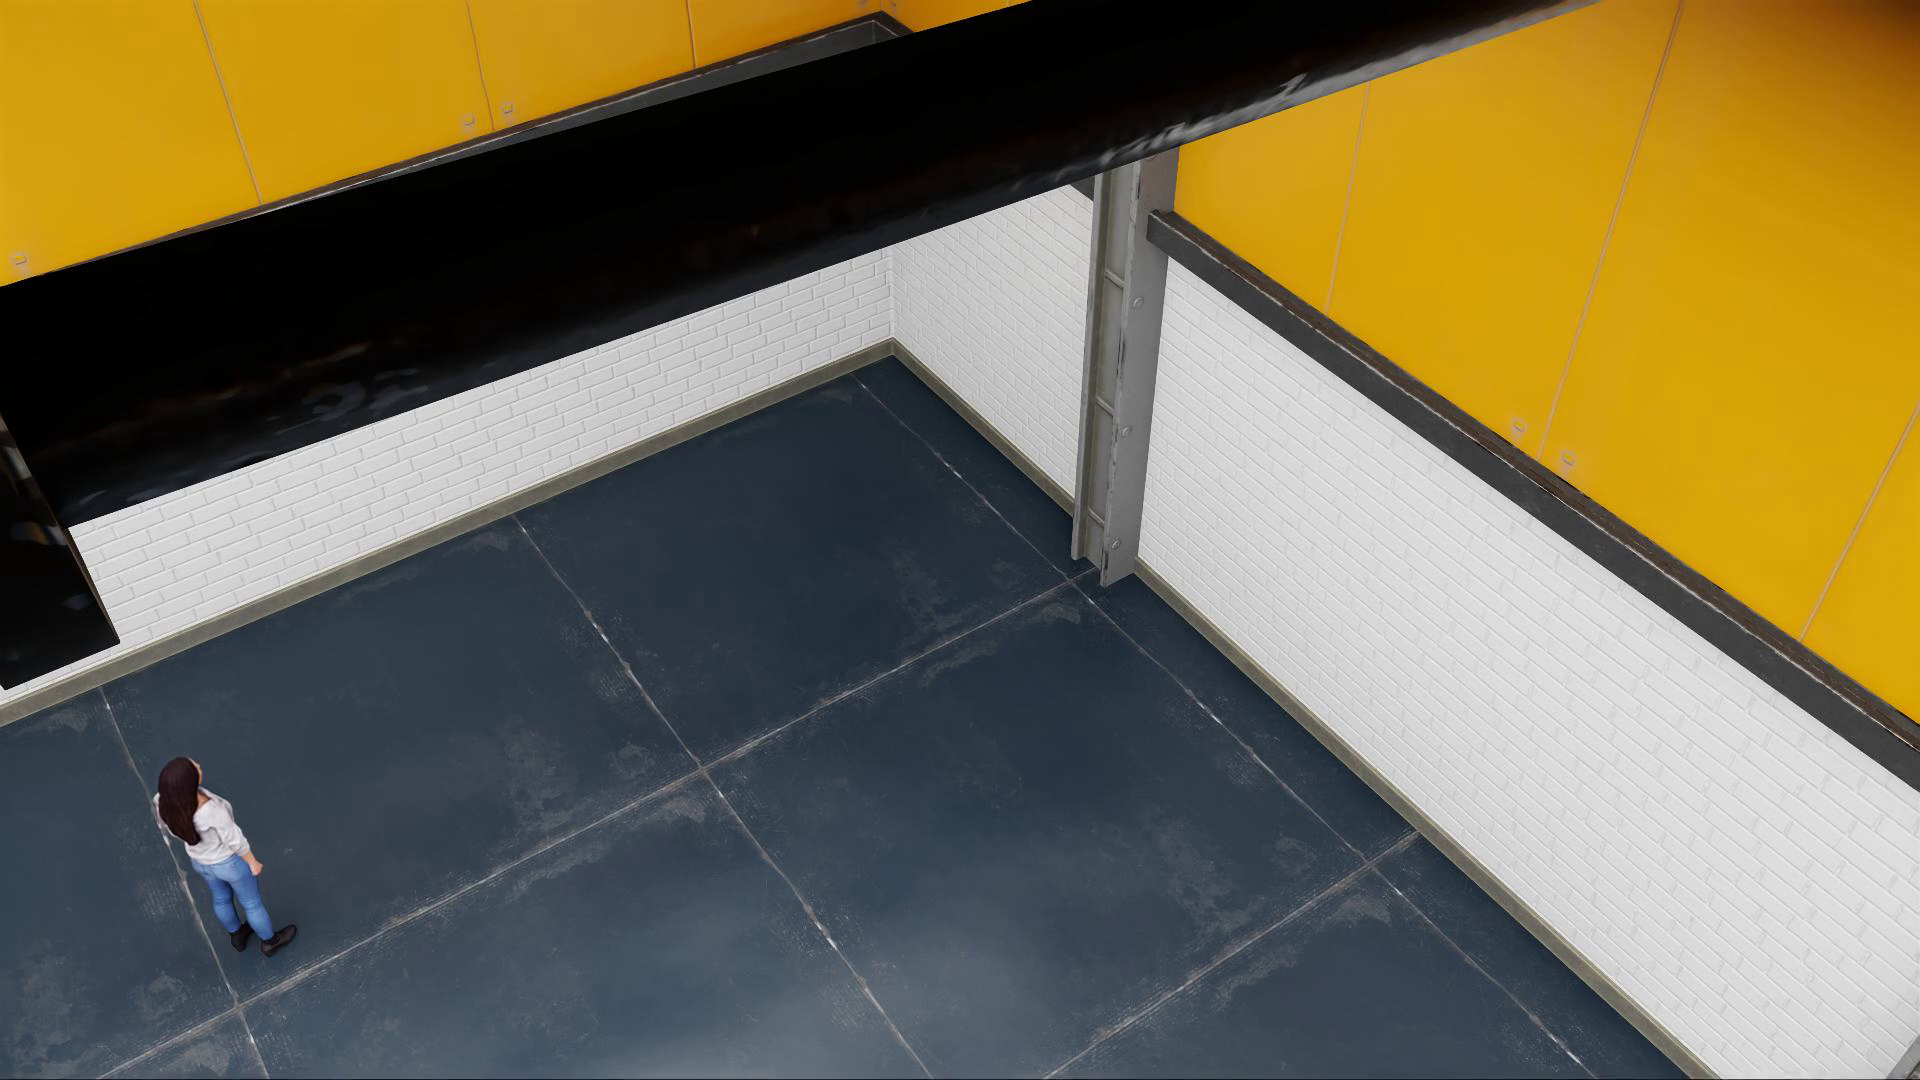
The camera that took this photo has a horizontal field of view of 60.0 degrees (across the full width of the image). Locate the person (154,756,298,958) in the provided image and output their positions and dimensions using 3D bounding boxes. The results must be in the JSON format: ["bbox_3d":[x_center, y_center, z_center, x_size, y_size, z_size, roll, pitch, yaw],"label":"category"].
[{"bbox_3d":[-4.121,1.776,9.247,0.651,1.633,0.734,11,45,11],"label":"person"}]
